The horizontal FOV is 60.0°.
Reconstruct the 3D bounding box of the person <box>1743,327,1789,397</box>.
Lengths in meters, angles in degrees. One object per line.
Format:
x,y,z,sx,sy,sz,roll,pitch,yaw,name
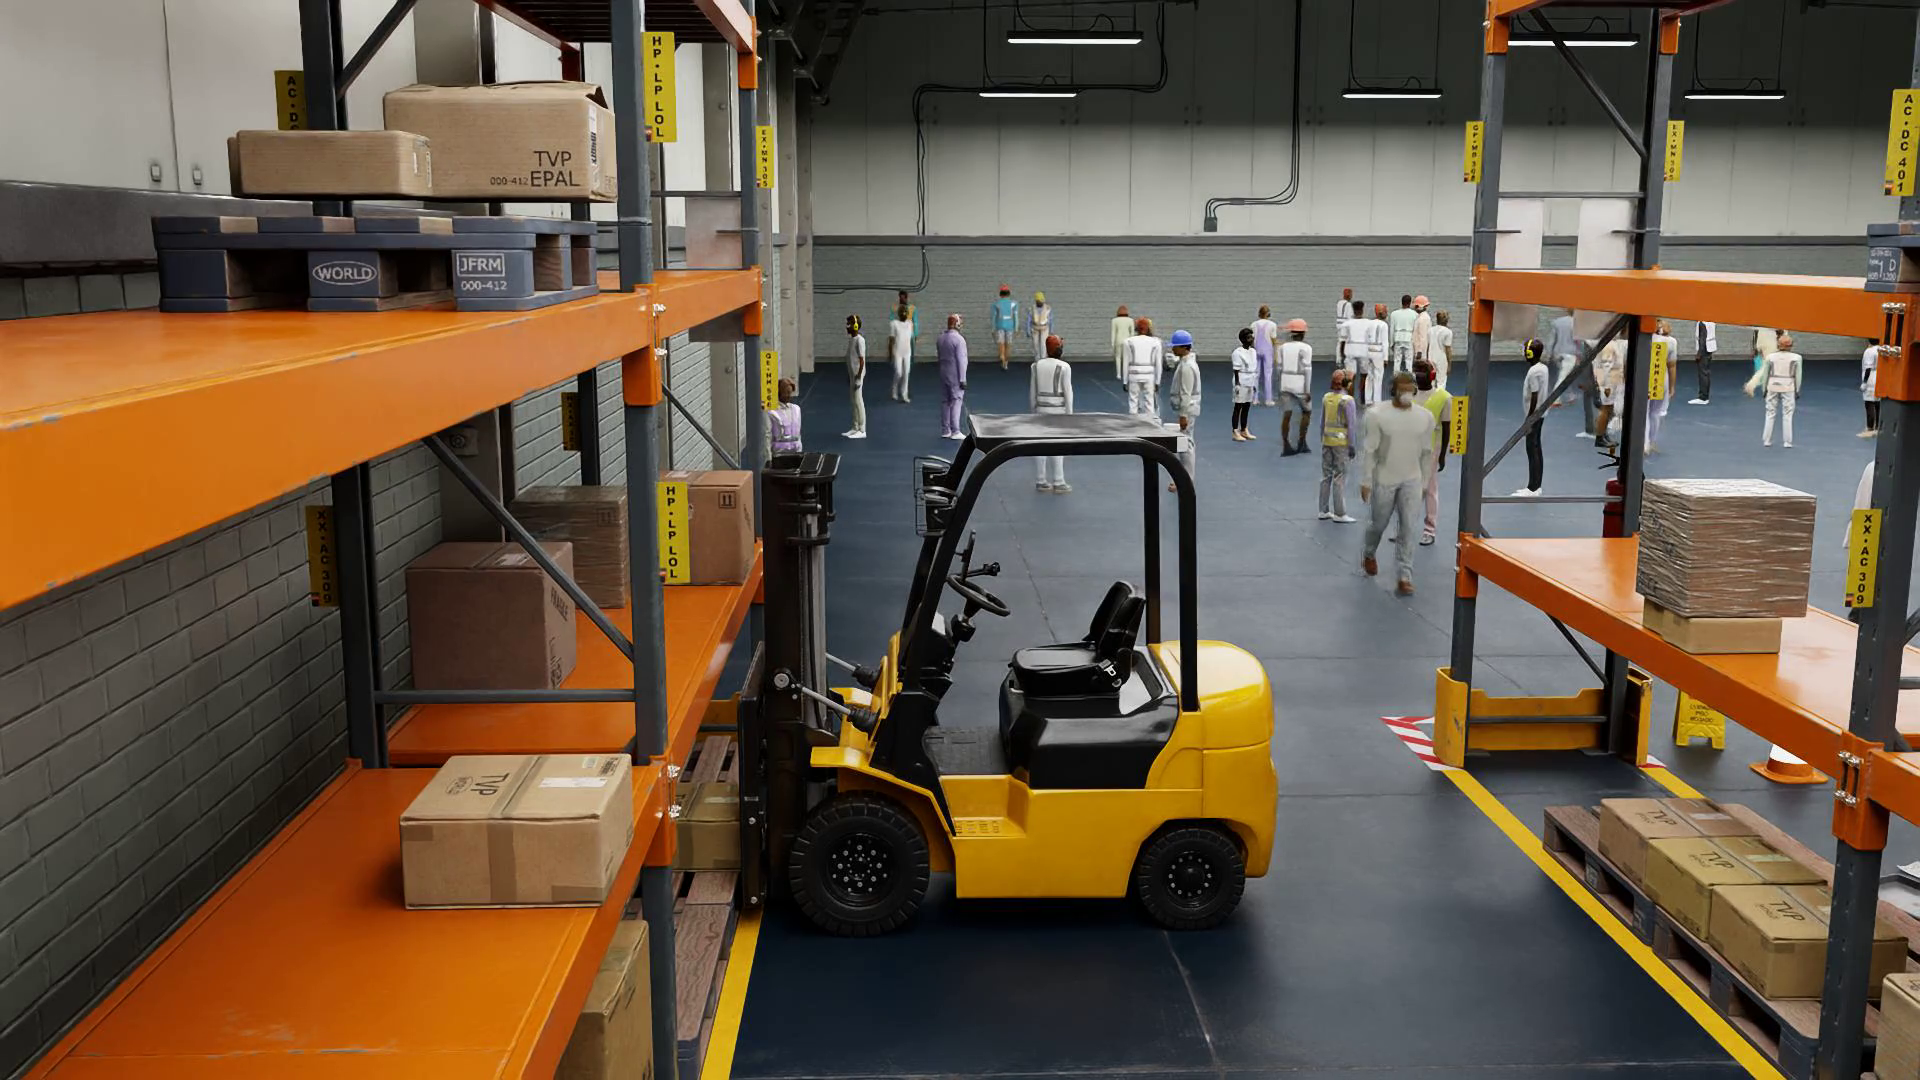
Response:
15.404,-3.717,31.767,0.850,2.000,0.675,-1,10,-6,person

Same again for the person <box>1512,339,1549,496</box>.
6.693,-1.419,19.464,0.331,1.865,0.519,6,12,32,person

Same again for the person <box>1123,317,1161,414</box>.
2.707,-2.373,24.760,0.581,1.873,0.379,0,10,0,person

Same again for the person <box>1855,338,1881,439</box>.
13.914,-2.391,25.334,0.540,1.696,0.317,-6,12,-30,person

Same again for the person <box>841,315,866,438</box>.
-1.615,-2.489,25.404,0.328,1.872,0.513,-4,11,-20,person

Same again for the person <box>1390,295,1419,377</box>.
9.009,-4.005,33.721,0.592,1.916,0.392,6,12,31,person

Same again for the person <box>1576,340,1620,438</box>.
9.739,-2.479,25.277,0.622,1.892,0.565,-6,12,-29,person

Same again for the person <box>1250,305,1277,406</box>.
5.537,-3.363,30.340,0.508,1.846,0.345,5,12,28,person

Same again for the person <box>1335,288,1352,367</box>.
9.206,-5.075,39.802,0.374,1.879,0.584,-3,11,-14,person

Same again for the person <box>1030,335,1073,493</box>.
1.098,-1.505,19.880,0.582,1.882,0.338,8,13,38,person

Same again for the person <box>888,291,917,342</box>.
-1.307,-4.601,37.120,0.599,1.887,0.803,4,11,19,person

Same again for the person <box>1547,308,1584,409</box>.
10.992,-3.307,29.920,1.018,1.880,0.646,-7,12,-35,person

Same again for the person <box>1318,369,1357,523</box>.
4.040,-1.006,17.783,0.311,1.639,0.521,-5,11,-25,person

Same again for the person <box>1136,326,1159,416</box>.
3.088,-2.833,27.730,0.489,1.724,0.431,7,12,35,person

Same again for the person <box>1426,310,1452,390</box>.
8.123,-2.980,28.235,0.339,1.838,0.506,-7,12,-34,person

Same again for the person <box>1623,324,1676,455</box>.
9.704,-2.226,23.461,0.699,2.000,0.881,1,10,6,person

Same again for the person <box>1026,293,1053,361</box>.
1.877,-4.931,39.236,0.611,1.790,0.915,1,10,5,person

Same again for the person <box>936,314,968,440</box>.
-0.084,-2.471,25.232,0.401,1.900,0.642,-6,12,-31,person

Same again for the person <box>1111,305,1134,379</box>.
3.538,-4.305,36.261,0.528,1.628,0.476,0,10,0,person

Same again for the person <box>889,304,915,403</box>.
-1.071,-3.441,30.803,0.542,1.834,0.406,-7,12,-33,person

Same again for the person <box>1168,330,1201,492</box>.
2.677,-1.538,19.924,0.416,1.939,0.610,2,10,9,person

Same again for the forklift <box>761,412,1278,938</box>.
0.291,0.548,7.580,2.313,2.155,1.214,0,10,-2,forklift

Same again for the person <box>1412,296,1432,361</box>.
8.533,-3.526,30.831,0.397,1.992,0.622,4,11,20,person

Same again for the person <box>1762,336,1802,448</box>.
11.949,-2.153,24.210,0.521,1.632,0.314,8,13,36,person

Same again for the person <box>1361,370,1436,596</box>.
3.751,-0.526,14.359,0.634,1.912,0.875,0,10,0,person

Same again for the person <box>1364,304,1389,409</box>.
7.437,-3.260,29.657,0.342,1.882,0.579,-4,11,-21,person

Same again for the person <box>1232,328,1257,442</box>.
4.282,-2.334,25.016,0.318,1.700,0.536,9,14,41,person

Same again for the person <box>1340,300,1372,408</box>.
7.179,-3.343,29.962,0.622,1.928,0.857,4,11,21,person

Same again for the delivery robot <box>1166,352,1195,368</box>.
5.096,-4.218,38.423,0.707,0.478,0.477,-7,12,-37,delivery robot

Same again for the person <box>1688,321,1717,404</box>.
13.748,-3.465,30.723,0.399,1.913,0.590,8,13,37,person

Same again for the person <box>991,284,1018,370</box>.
1.043,-4.942,38.649,0.618,2.021,0.774,-1,10,-5,person

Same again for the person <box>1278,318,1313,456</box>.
4.745,-2.137,23.302,0.579,1.915,0.681,9,14,42,person

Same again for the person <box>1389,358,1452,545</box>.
4.582,-0.878,16.486,0.563,1.847,0.389,10,14,44,person

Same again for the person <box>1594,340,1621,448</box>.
9.479,-2.298,24.209,0.389,1.923,0.549,6,12,28,person

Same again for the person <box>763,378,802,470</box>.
-1.775,-0.799,16.641,0.307,1.637,0.511,8,13,38,person
